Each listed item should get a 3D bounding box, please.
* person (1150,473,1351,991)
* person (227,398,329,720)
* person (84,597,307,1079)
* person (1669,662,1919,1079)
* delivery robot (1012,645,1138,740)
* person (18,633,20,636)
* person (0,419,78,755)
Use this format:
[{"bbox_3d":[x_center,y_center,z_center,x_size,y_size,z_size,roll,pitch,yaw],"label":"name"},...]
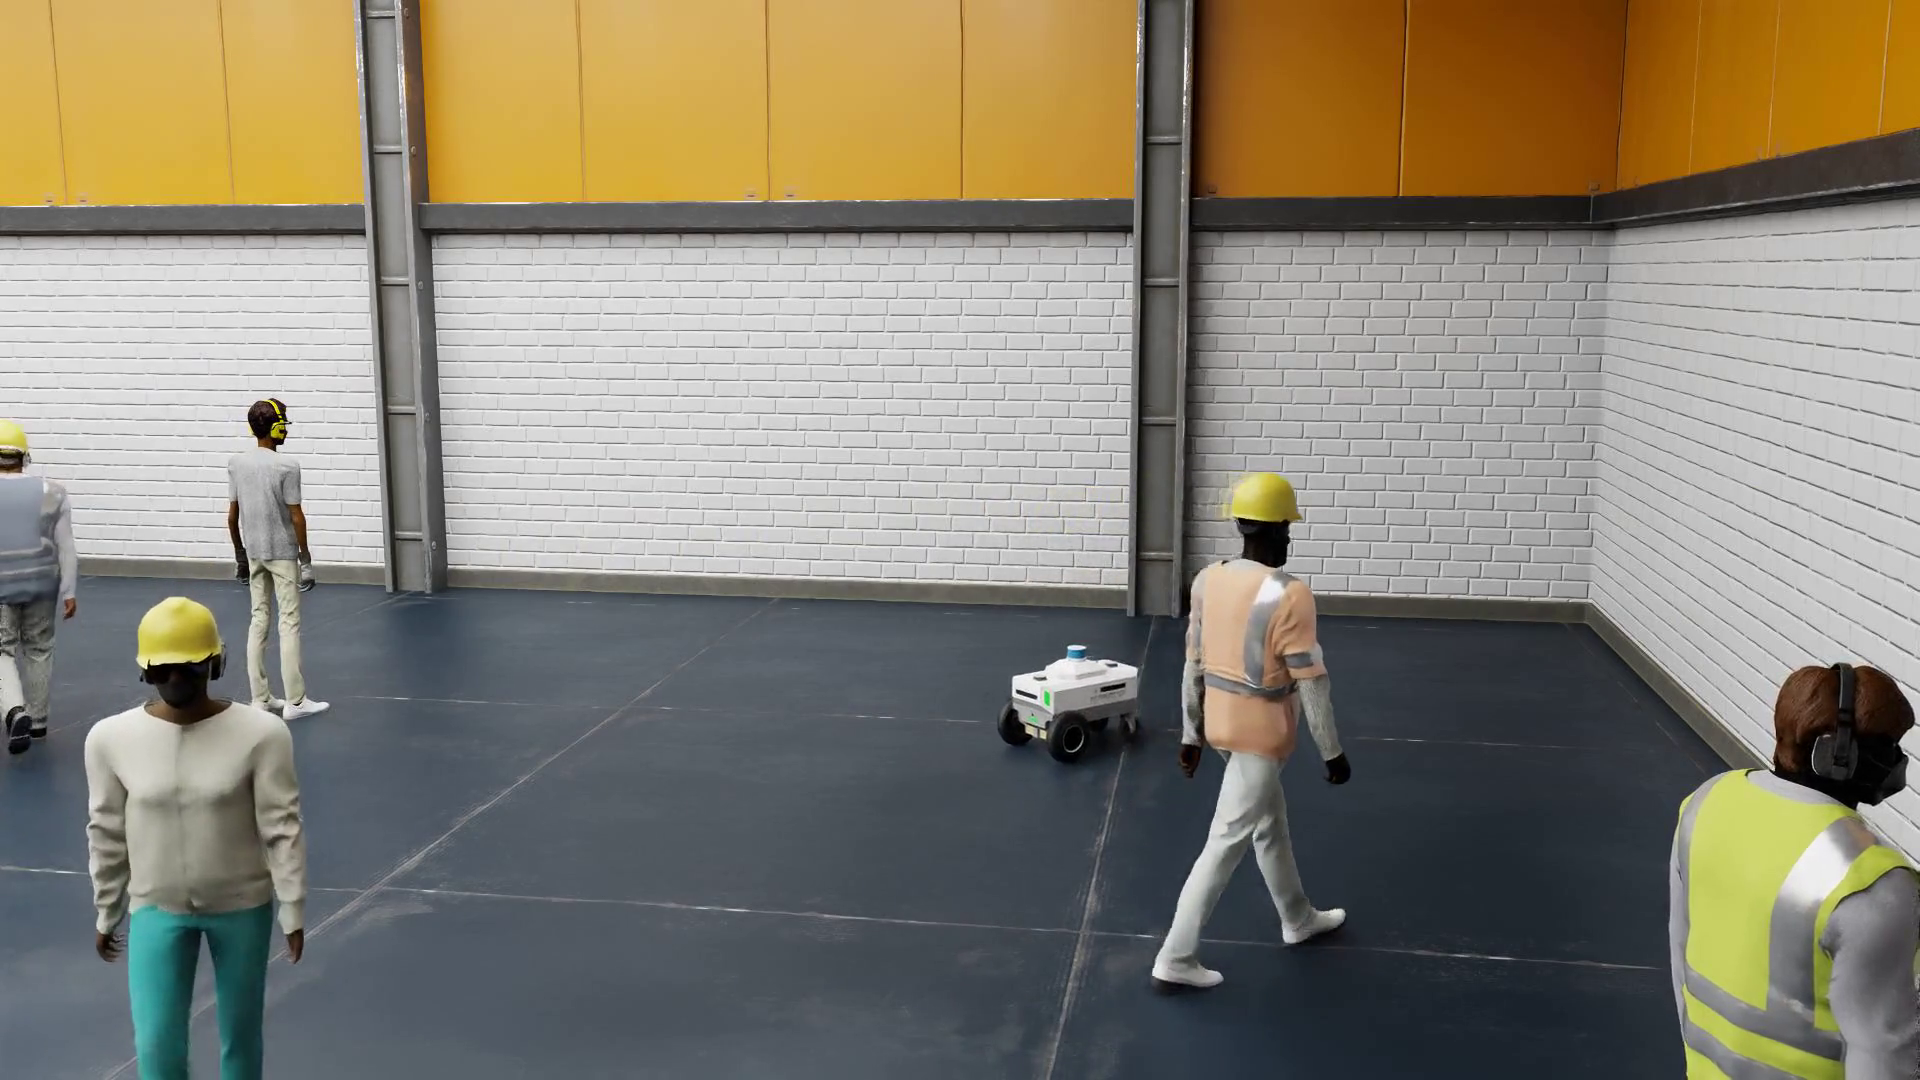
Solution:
[{"bbox_3d":[1.082,0.692,6.111,1.007,1.876,0.592,-5,10,-26],"label":"person"},{"bbox_3d":[-3.998,0.112,9.686,0.532,1.868,0.310,3,10,17],"label":"person"},{"bbox_3d":[-2.035,1.021,4.438,0.553,1.736,0.738,-3,10,-18],"label":"person"},{"bbox_3d":[1.703,1.149,3.385,0.429,1.839,0.629,-2,9,-10],"label":"person"},{"bbox_3d":[0.634,0.819,9.078,0.707,0.478,0.477,-7,11,-37],"label":"delivery robot"},{"bbox_3d":[-7.139,-0.097,11.824,0.853,1.593,0.514,3,10,17],"label":"person"},{"bbox_3d":[-5.073,0.259,8.952,0.607,1.810,0.662,-6,11,-35],"label":"person"}]
